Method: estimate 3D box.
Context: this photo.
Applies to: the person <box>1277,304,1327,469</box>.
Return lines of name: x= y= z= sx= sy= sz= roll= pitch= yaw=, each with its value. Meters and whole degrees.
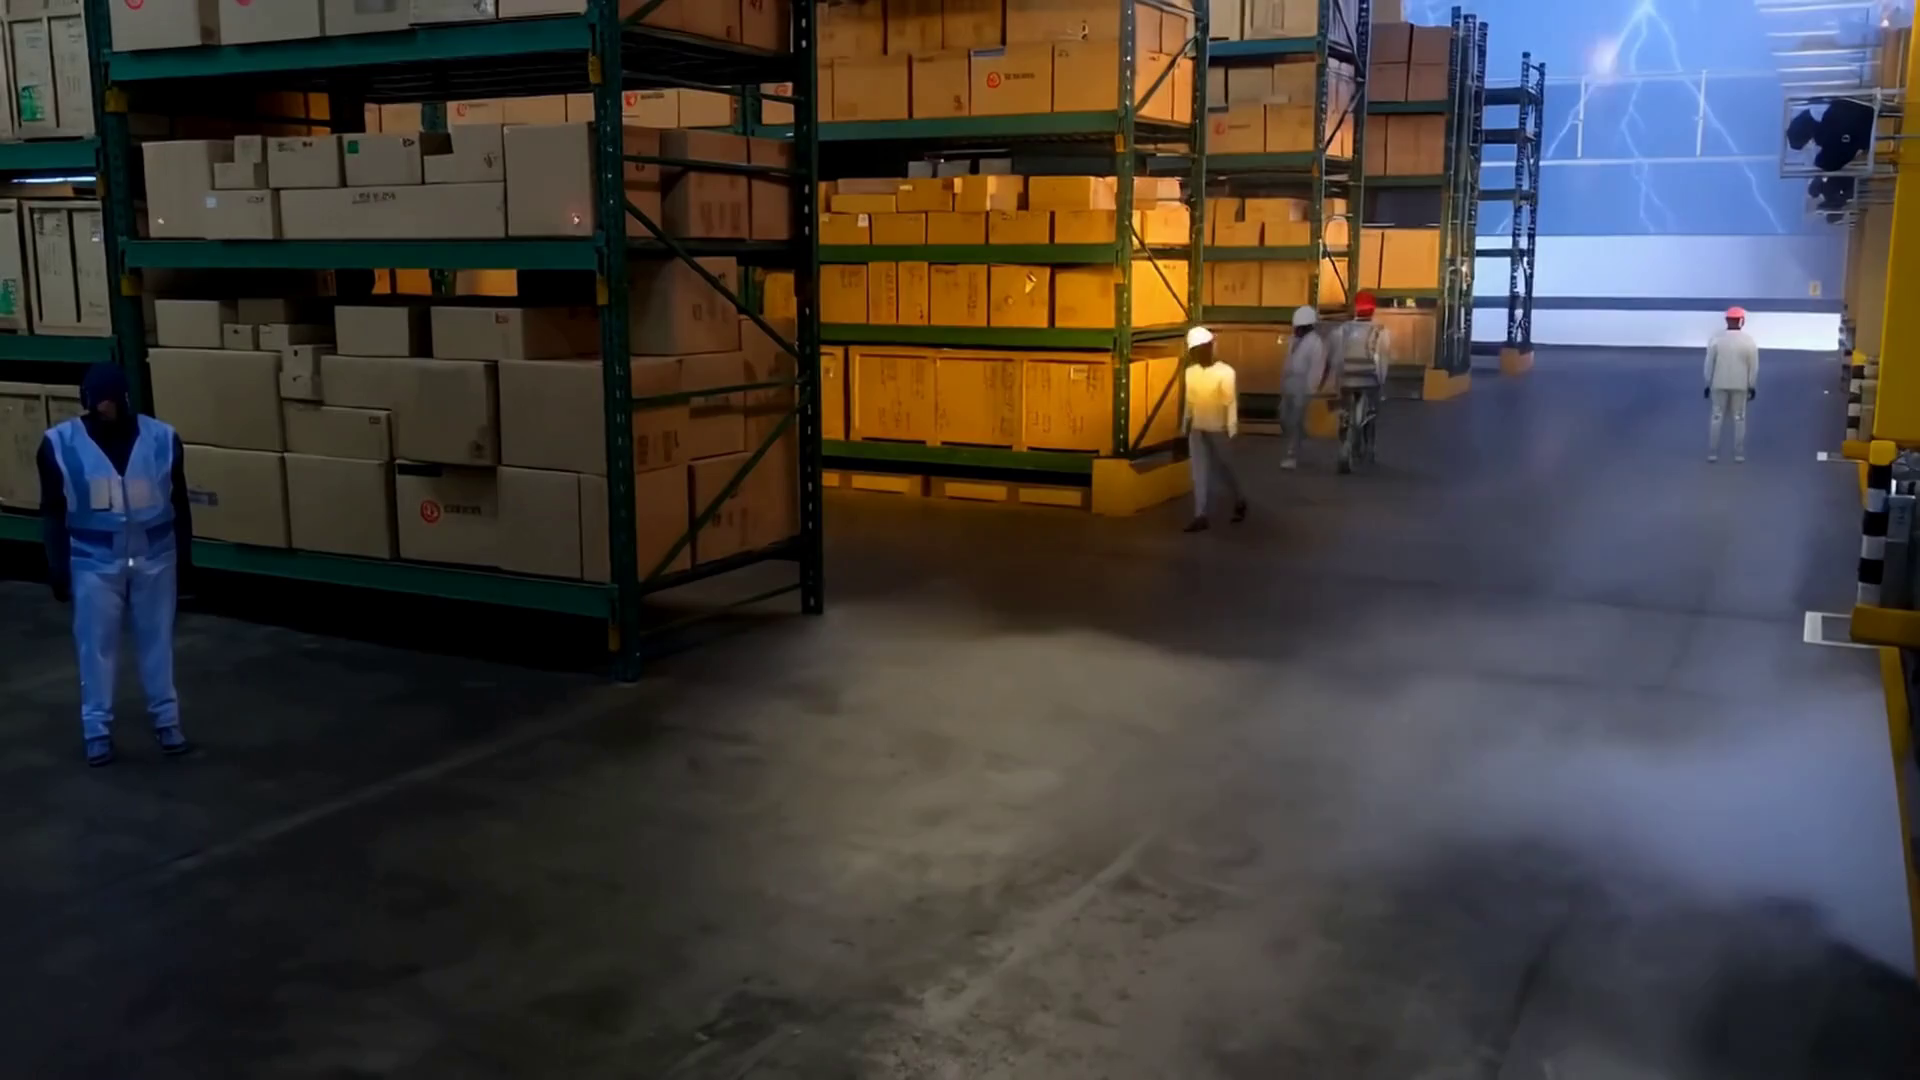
person: x=3.699 y=-1.657 z=18.018 sx=0.479 sy=1.790 sz=0.627 roll=-7 pitch=12 yaw=-36

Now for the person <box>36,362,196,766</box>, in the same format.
person: x=-3.858 y=0.102 z=7.662 sx=0.636 sy=1.842 sz=0.429 roll=-7 pitch=12 yaw=-36

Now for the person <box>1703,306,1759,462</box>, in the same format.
person: x=8.620 y=-1.741 z=18.611 sx=0.563 sy=1.741 sz=0.339 roll=5 pitch=11 yaw=25

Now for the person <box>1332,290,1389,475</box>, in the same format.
person: x=4.234 y=-1.660 z=17.555 sx=0.618 sy=1.945 sz=0.395 roll=8 pitch=12 yaw=37

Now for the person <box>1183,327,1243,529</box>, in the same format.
person: x=2.186 y=-0.975 z=14.270 sx=0.552 sy=1.713 sz=0.805 roll=8 pitch=13 yaw=40
